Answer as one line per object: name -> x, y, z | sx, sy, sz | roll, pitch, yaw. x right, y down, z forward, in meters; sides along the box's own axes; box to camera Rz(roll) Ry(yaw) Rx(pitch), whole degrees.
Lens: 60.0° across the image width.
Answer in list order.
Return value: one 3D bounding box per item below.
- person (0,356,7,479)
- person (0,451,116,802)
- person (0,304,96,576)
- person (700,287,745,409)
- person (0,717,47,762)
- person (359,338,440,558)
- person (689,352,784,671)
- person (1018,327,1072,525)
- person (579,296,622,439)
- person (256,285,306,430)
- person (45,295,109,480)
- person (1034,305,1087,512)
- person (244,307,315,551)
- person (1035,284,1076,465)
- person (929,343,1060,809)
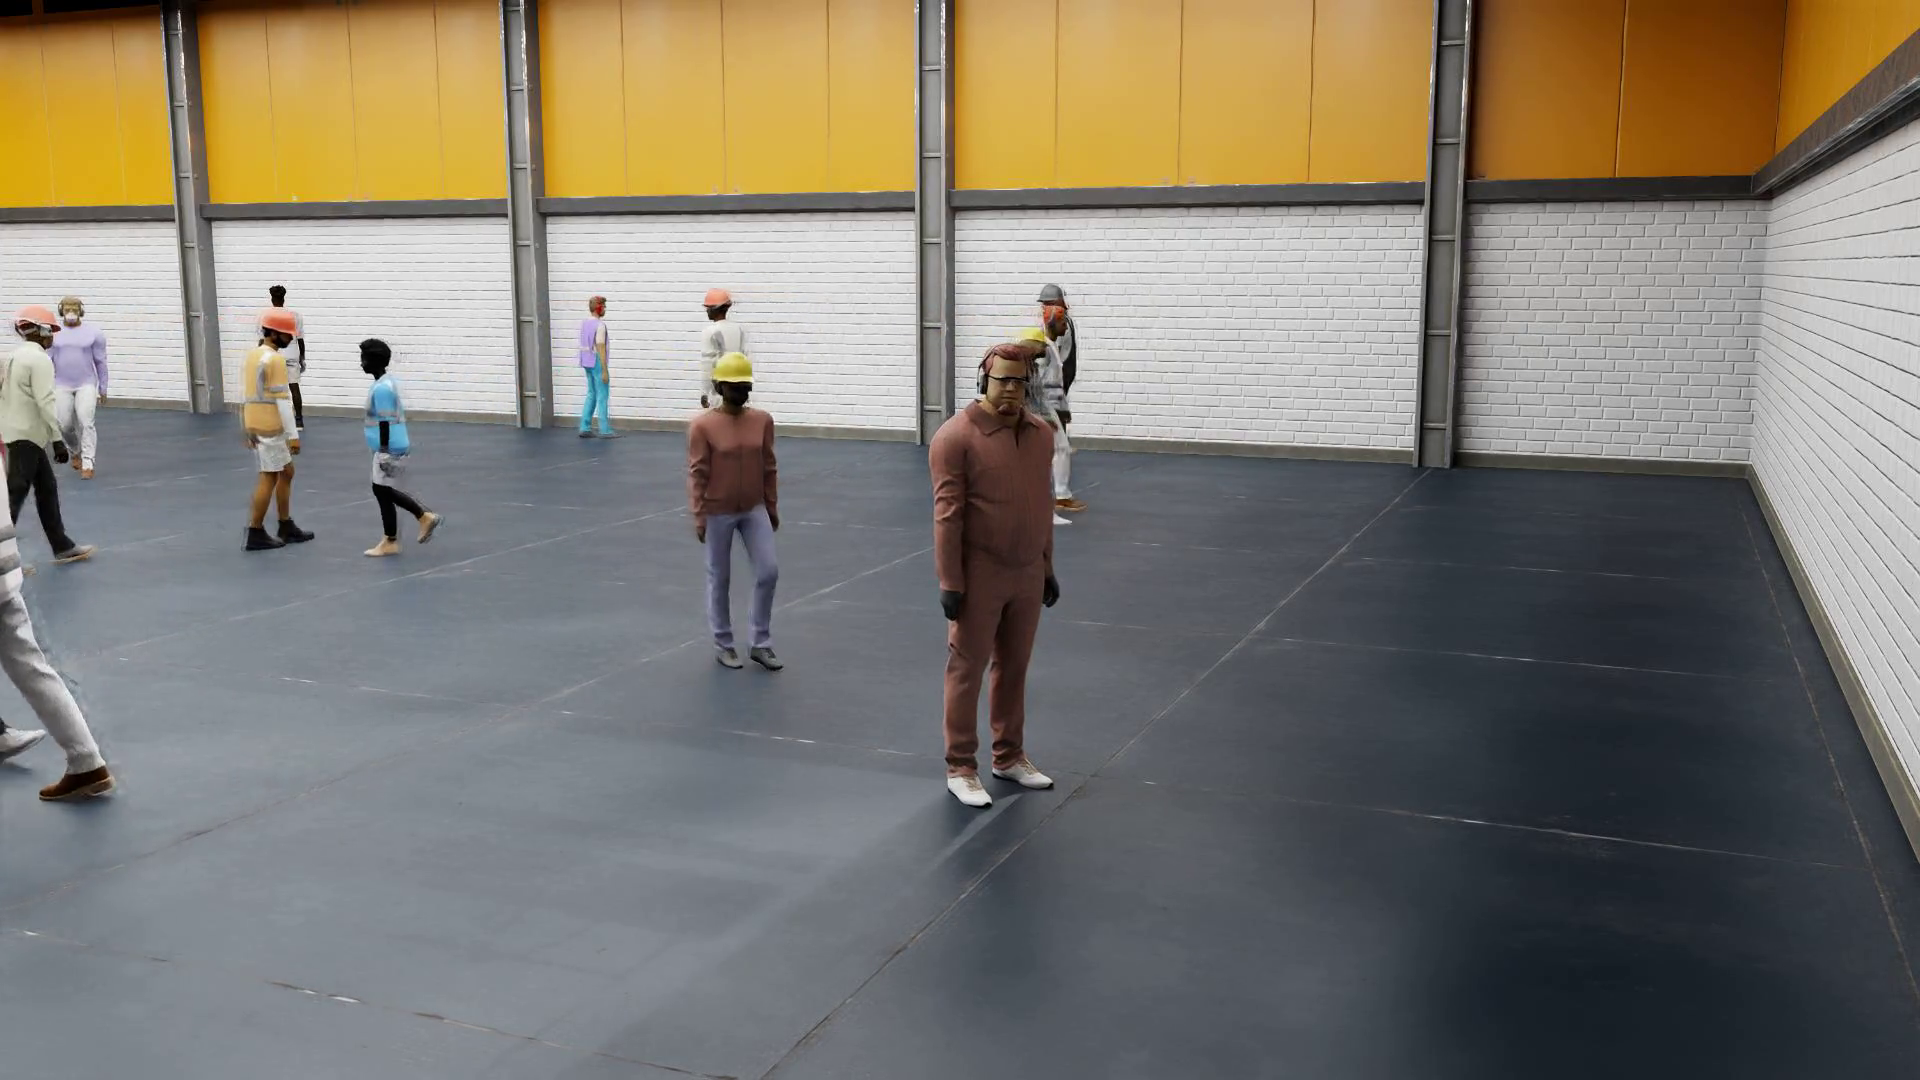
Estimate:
person -> -8.611, -1.064, 14.611 | 0.525, 1.772, 0.309 | -5, 11, -29
person -> -3.986, 0.210, 6.726 | 0.988, 1.837, 0.581 | -1, 9, -3
person -> -6.765, -0.730, 12.110 | 0.788, 1.945, 0.648 | -9, 13, -42
person -> -2.356, -1.575, 17.018 | 0.932, 2.015, 0.616 | 5, 11, 29
person -> -4.610, 0.086, 7.365 | 1.028, 1.857, 0.588 | 0, 9, -2
person -> -4.310, -0.703, 12.690 | 0.482, 1.679, 0.549 | -3, 10, -19
person -> -1.188, -0.141, 9.046 | 0.548, 1.747, 0.590 | -6, 11, -31
person -> 0.593, -0.985, 14.384 | 0.712, 1.694, 0.507 | 1, 9, 8
person -> -4.670, -2.211, 21.378 | 0.406, 1.852, 0.580 | -7, 12, -36
person -> -9.107, -2.438, 22.339 | 0.614, 1.963, 0.362 | -6, 11, -33
person -> -9.247, -1.602, 17.408 | 0.641, 1.924, 0.615 | -4, 10, -21
person -> 0.888, -1.188, 15.087 | 0.773, 1.856, 0.595 | 1, 9, 7
person -> -5.368, -0.876, 13.092 | 0.724, 1.891, 0.623 | -9, 13, -43
person -> 1.008, -1.823, 18.390 | 0.536, 2.000, 0.705 | 3, 10, 17
person -> 0.178, 0.137, 6.927 | 0.642, 1.905, 0.399 | -8, 12, -41
